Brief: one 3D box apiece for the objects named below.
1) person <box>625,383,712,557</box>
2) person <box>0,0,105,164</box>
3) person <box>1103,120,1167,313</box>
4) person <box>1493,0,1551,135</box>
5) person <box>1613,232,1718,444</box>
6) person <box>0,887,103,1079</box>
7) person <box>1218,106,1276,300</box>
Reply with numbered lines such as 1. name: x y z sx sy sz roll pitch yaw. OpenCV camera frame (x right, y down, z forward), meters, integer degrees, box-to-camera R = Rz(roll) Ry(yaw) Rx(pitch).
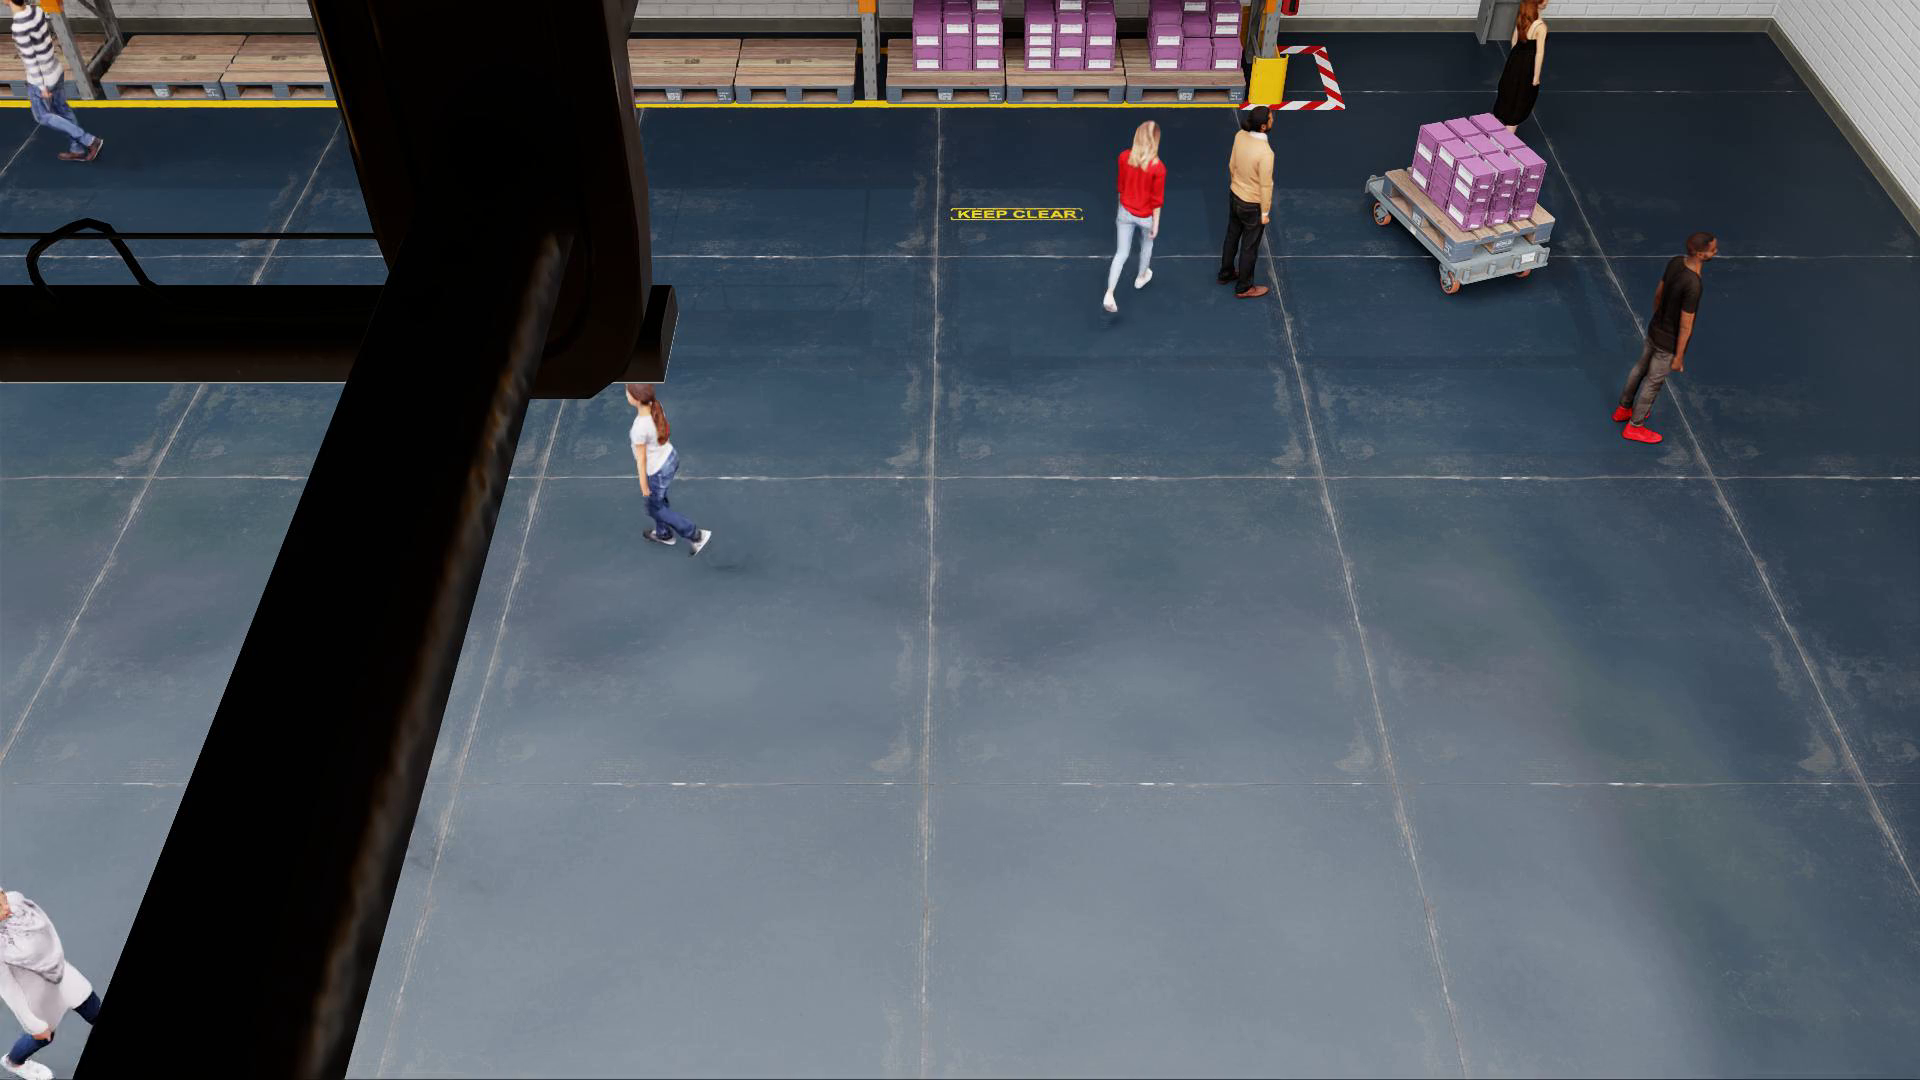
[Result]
1. person: -2.064 -0.500 11.672 0.899 1.543 0.684 13 45 13
2. person: -8.427 -4.326 15.475 0.816 1.838 0.675 3 44 3
3. person: 1.433 -2.659 13.846 1.117 1.670 1.003 20 47 19
4. person: 5.332 -4.489 15.800 0.673 1.624 0.660 -15 46 -15
5. person: 5.345 -1.556 12.591 0.522 1.804 0.656 -2 44 -2
6. person: -4.812 2.347 8.590 1.101 1.672 0.633 1 44 1
7. person: 2.429 -2.853 13.989 0.756 1.755 0.753 -21 47 -20
